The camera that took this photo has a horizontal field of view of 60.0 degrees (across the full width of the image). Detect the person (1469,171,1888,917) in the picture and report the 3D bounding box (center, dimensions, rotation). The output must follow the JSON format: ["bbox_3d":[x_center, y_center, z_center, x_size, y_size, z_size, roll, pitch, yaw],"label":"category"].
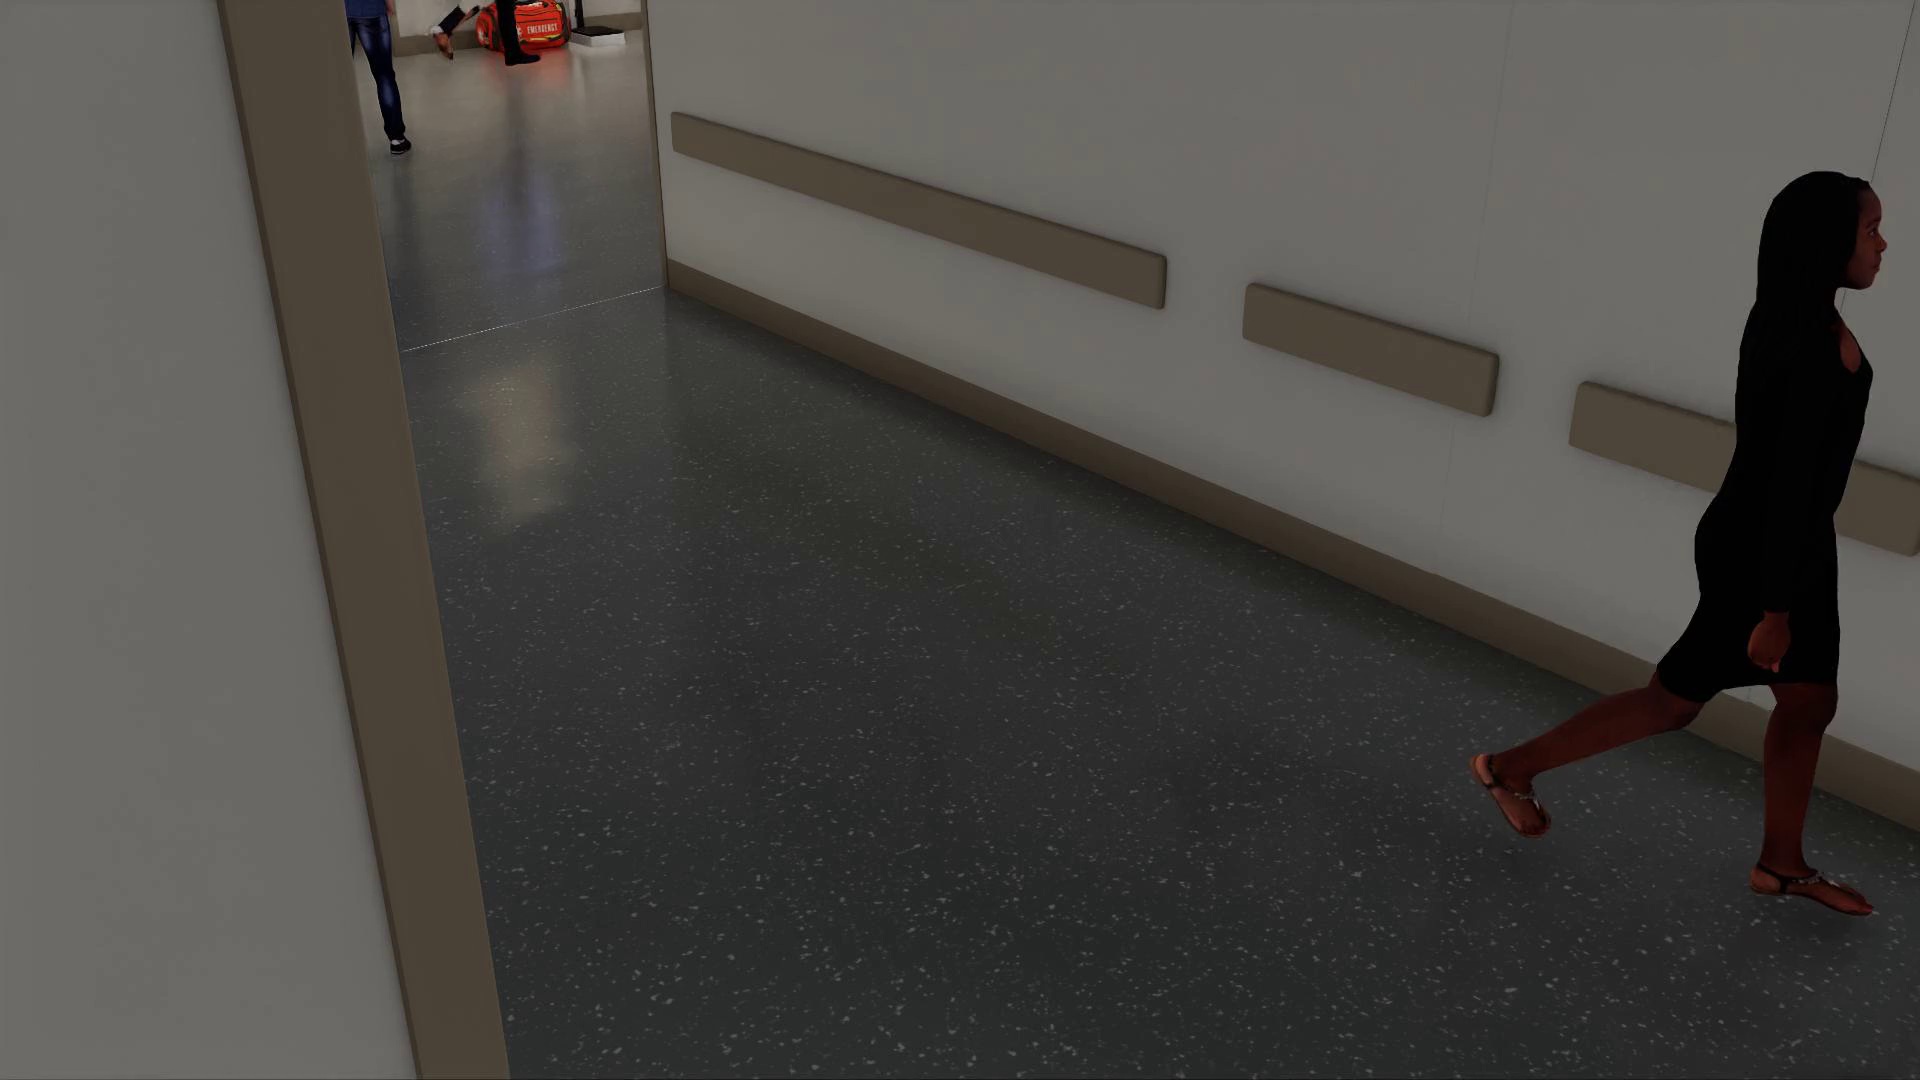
[{"bbox_3d":[1.657,0.060,3.653,1.004,1.688,1.173,12,28,24],"label":"person"}]

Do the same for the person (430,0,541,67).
[{"bbox_3d":[-3.946,-4.788,13.498,1.143,1.868,0.839,-13,29,-25],"label":"person"}]

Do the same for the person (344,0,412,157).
[{"bbox_3d":[-3.879,-3.380,10.629,0.704,1.825,0.858,-6,26,-12],"label":"person"}]
